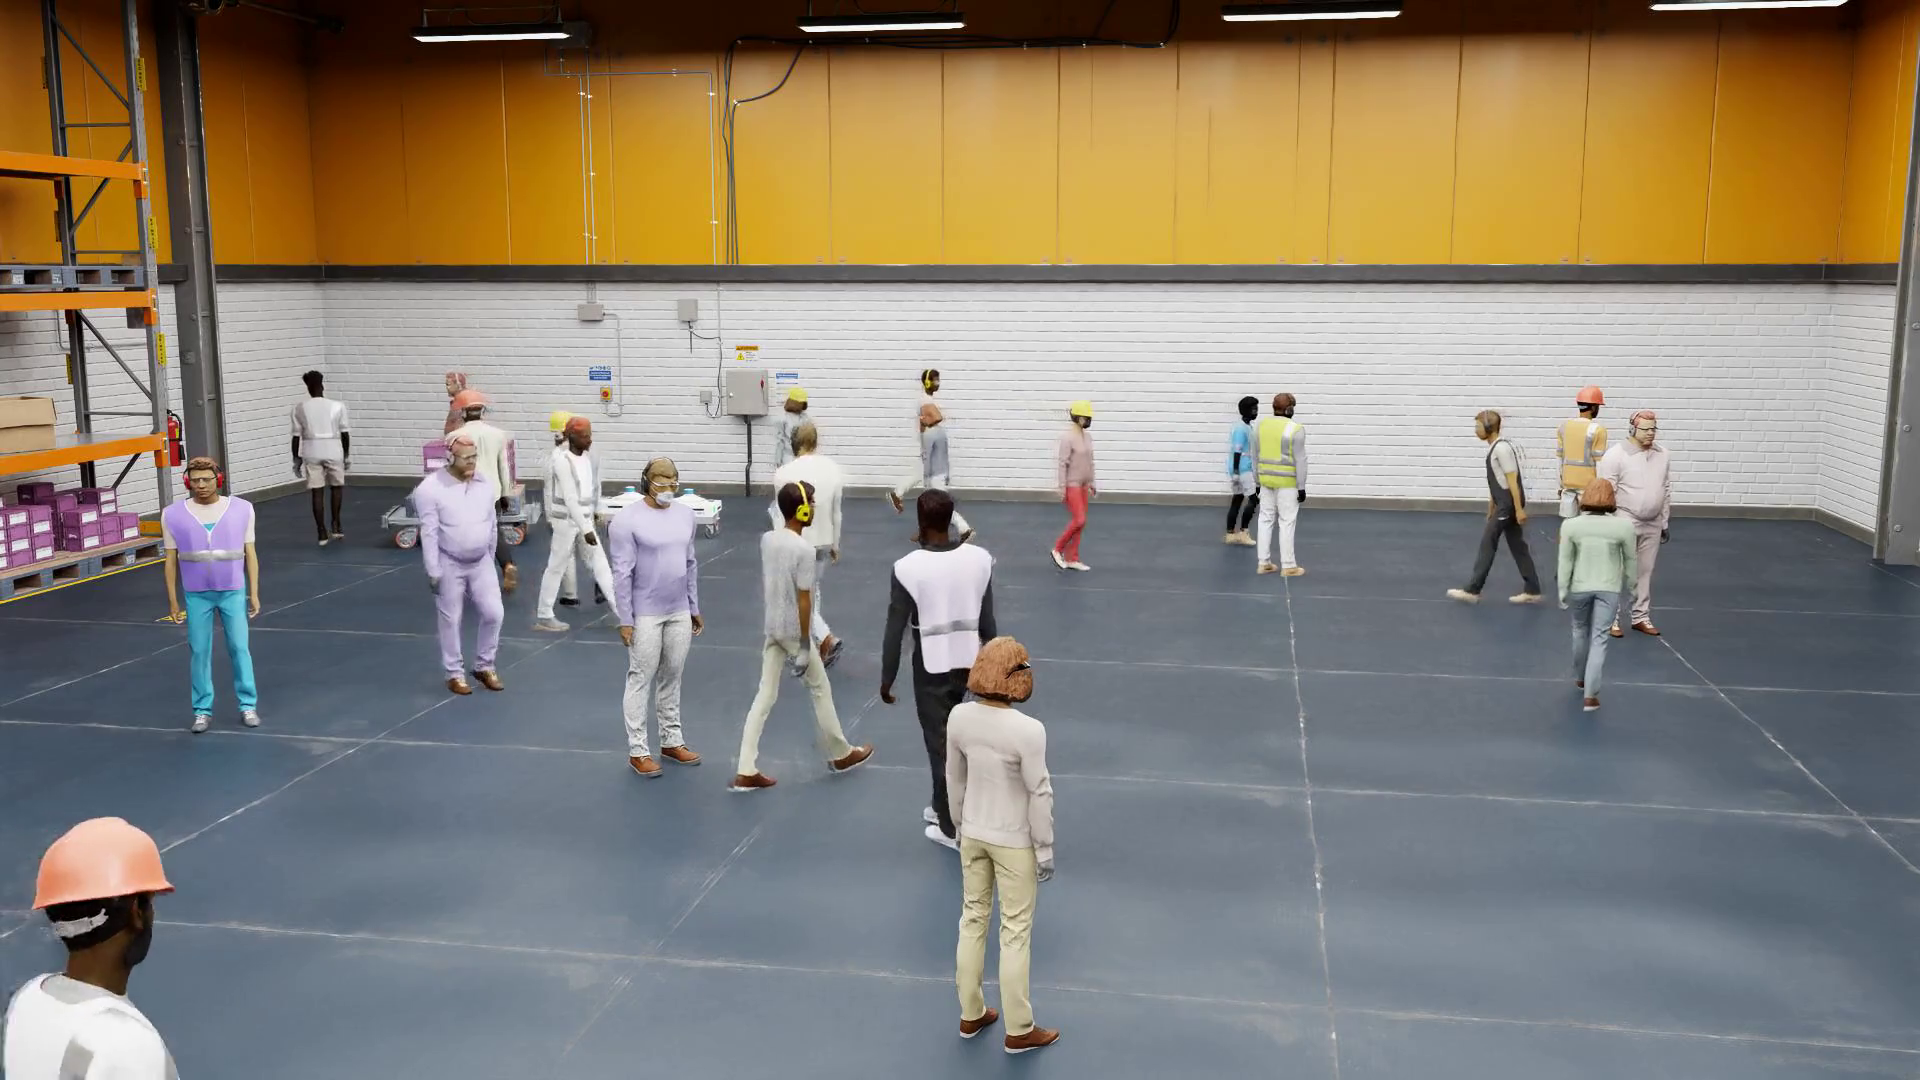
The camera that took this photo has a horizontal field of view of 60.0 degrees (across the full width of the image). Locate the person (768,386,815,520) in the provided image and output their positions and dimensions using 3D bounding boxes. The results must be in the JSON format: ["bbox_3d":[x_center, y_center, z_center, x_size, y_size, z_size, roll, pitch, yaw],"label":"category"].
[{"bbox_3d":[-2.028,-0.992,19.808,0.497,1.703,0.869,-9,13,-44],"label":"person"}]

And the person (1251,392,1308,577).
[{"bbox_3d":[3.214,-0.557,16.646,0.428,1.839,0.634,-8,12,-42],"label":"person"}]

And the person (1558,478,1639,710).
[{"bbox_3d":[4.503,0.358,11.725,0.510,1.598,0.806,6,11,33],"label":"person"}]

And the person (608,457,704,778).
[{"bbox_3d":[-1.824,0.452,10.103,0.371,1.934,0.627,8,12,40],"label":"person"}]

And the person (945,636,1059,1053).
[{"bbox_3d":[0.162,1.180,6.507,0.498,1.634,0.280,8,12,40],"label":"person"}]

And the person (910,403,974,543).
[{"bbox_3d":[-0.198,-0.720,18.425,0.773,1.594,0.507,3,10,20],"label":"person"}]

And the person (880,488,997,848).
[{"bbox_3d":[-0.157,0.663,8.883,0.629,1.895,0.691,-6,11,-33],"label":"person"}]

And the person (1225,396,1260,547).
[{"bbox_3d":[3.176,-0.753,18.383,0.512,1.675,0.536,2,9,13],"label":"person"}]

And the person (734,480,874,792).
[{"bbox_3d":[-0.967,0.551,9.851,0.513,1.820,0.980,8,12,42],"label":"person"}]

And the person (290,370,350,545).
[{"bbox_3d":[-7.180,-0.941,18.718,0.633,1.932,0.745,-3,10,-17],"label":"person"}]

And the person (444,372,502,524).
[{"bbox_3d":[-5.929,-1.069,19.814,1.031,1.856,0.639,-2,9,-12],"label":"person"}]

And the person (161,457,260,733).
[{"bbox_3d":[-4.942,0.355,11.011,0.565,1.837,0.387,-4,10,-24],"label":"person"}]

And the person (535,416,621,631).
[{"bbox_3d":[-3.151,-0.115,13.917,1.021,1.826,0.570,2,9,14],"label":"person"}]

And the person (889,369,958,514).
[{"bbox_3d":[-0.457,-1.213,20.721,0.800,1.847,0.524,2,9,13],"label":"person"}]

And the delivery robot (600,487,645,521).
[{"bbox_3d":[-3.801,-0.373,19.192,0.707,0.478,0.477,1,9,9],"label":"delivery robot"}]

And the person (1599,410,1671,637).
[{"bbox_3d":[5.632,-0.134,13.846,0.639,1.900,0.403,-3,10,-16],"label":"person"}]

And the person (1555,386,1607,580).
[{"bbox_3d":[6.089,-0.540,16.245,0.377,1.932,0.552,-6,11,-31],"label":"person"}]

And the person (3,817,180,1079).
[{"bbox_3d":[-1.708,1.528,3.579,0.572,1.887,0.789,7,12,37],"label":"person"}]

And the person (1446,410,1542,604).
[{"bbox_3d":[4.908,-0.288,15.180,0.929,1.772,0.550,3,10,17],"label":"person"}]

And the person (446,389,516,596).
[{"bbox_3d":[-4.409,-0.411,15.364,0.627,1.970,0.759,-9,13,-43],"label":"person"}]

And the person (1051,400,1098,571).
[{"bbox_3d":[1.208,-0.547,16.858,0.357,1.752,0.522,6,11,32],"label":"person"}]

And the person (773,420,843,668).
[{"bbox_3d":[-1.121,0.049,12.652,0.642,1.918,0.731,-9,13,-43],"label":"person"}]

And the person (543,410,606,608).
[{"bbox_3d":[-3.441,-0.261,14.901,0.510,1.808,0.603,9,13,44],"label":"person"}]

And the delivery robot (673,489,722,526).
[{"bbox_3d":[-3.093,-0.344,19.006,0.707,0.478,0.477,1,9,4],"label":"delivery robot"}]

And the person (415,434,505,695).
[{"bbox_3d":[-3.547,0.187,11.895,0.642,1.885,0.531,-8,12,-41],"label":"person"}]
